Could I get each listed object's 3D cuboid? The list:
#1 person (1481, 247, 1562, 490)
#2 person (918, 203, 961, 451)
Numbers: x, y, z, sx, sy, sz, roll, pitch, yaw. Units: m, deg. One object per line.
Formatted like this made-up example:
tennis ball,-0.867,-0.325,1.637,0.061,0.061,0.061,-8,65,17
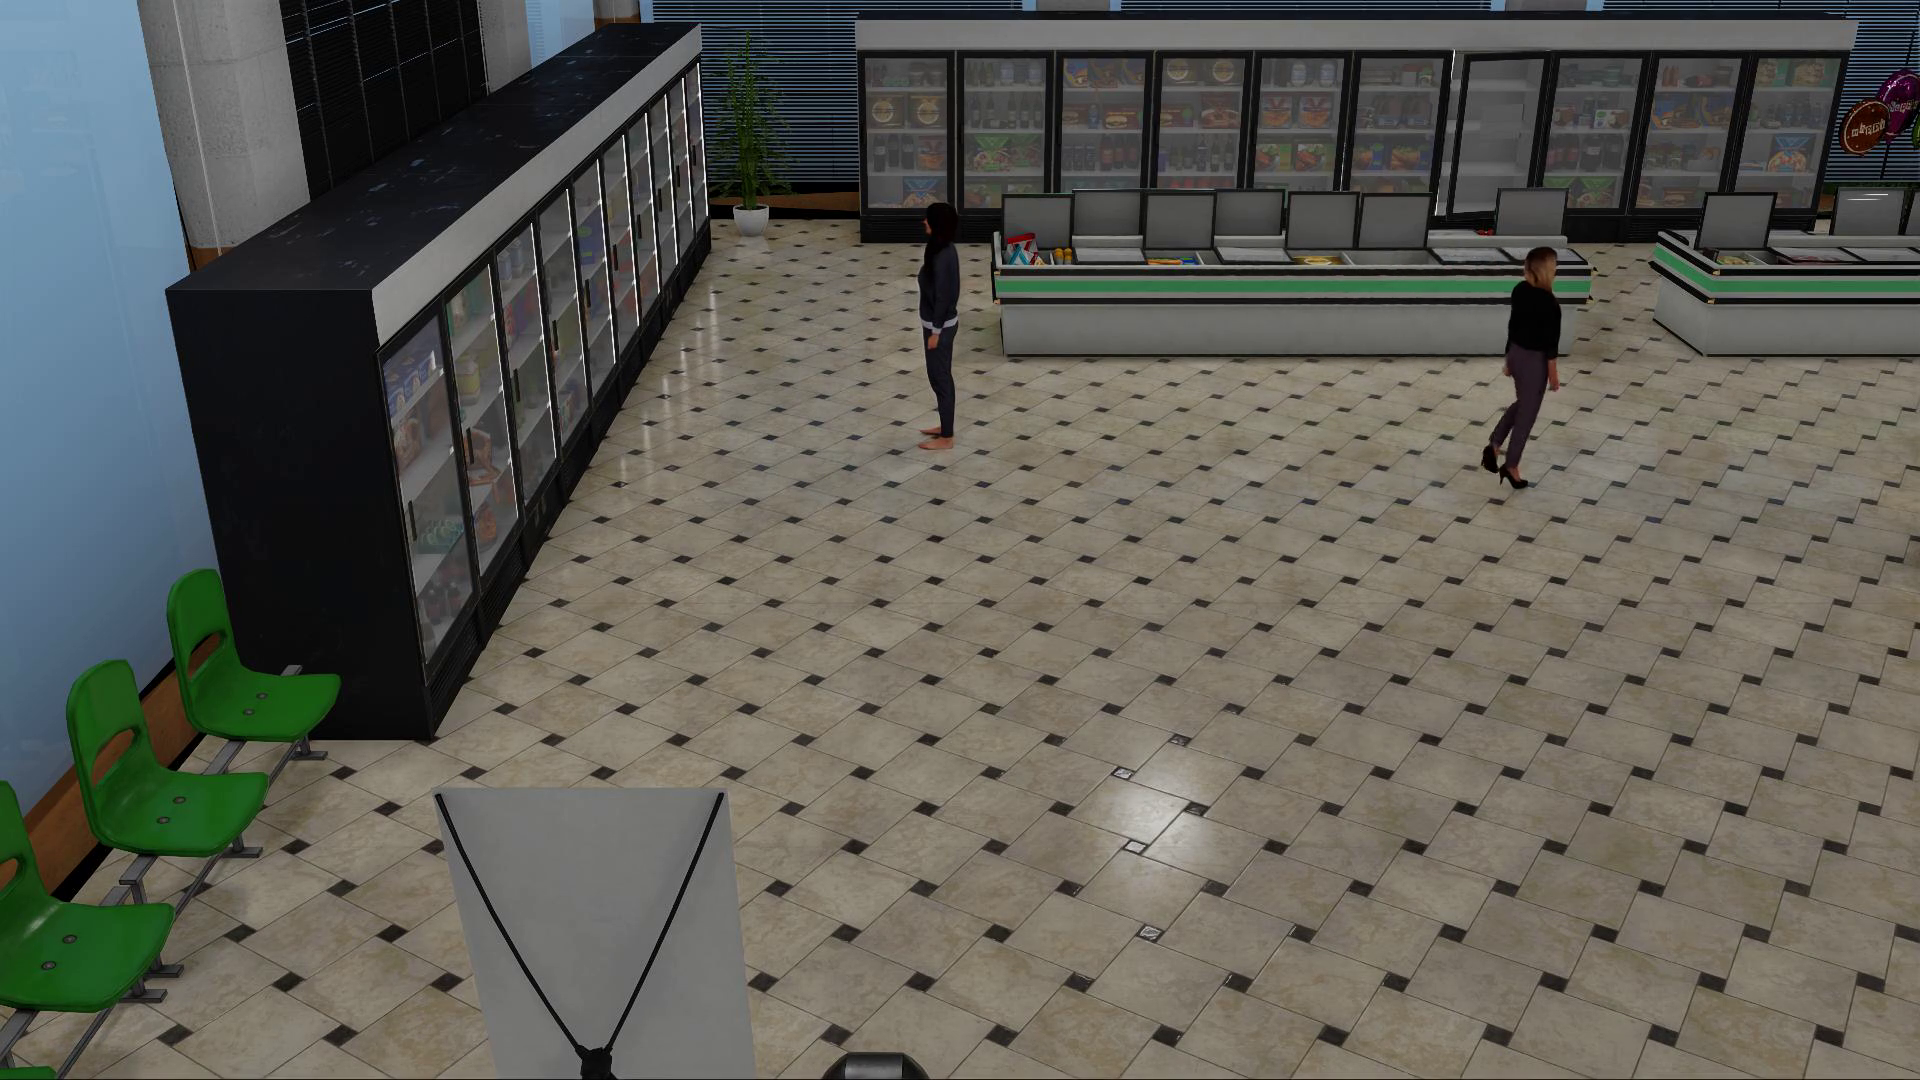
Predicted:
person,3.695,-1.117,11.043,0.657,1.662,0.642,-4,24,-9
person,-0.137,-1.531,11.858,0.528,1.768,0.616,1,24,3
